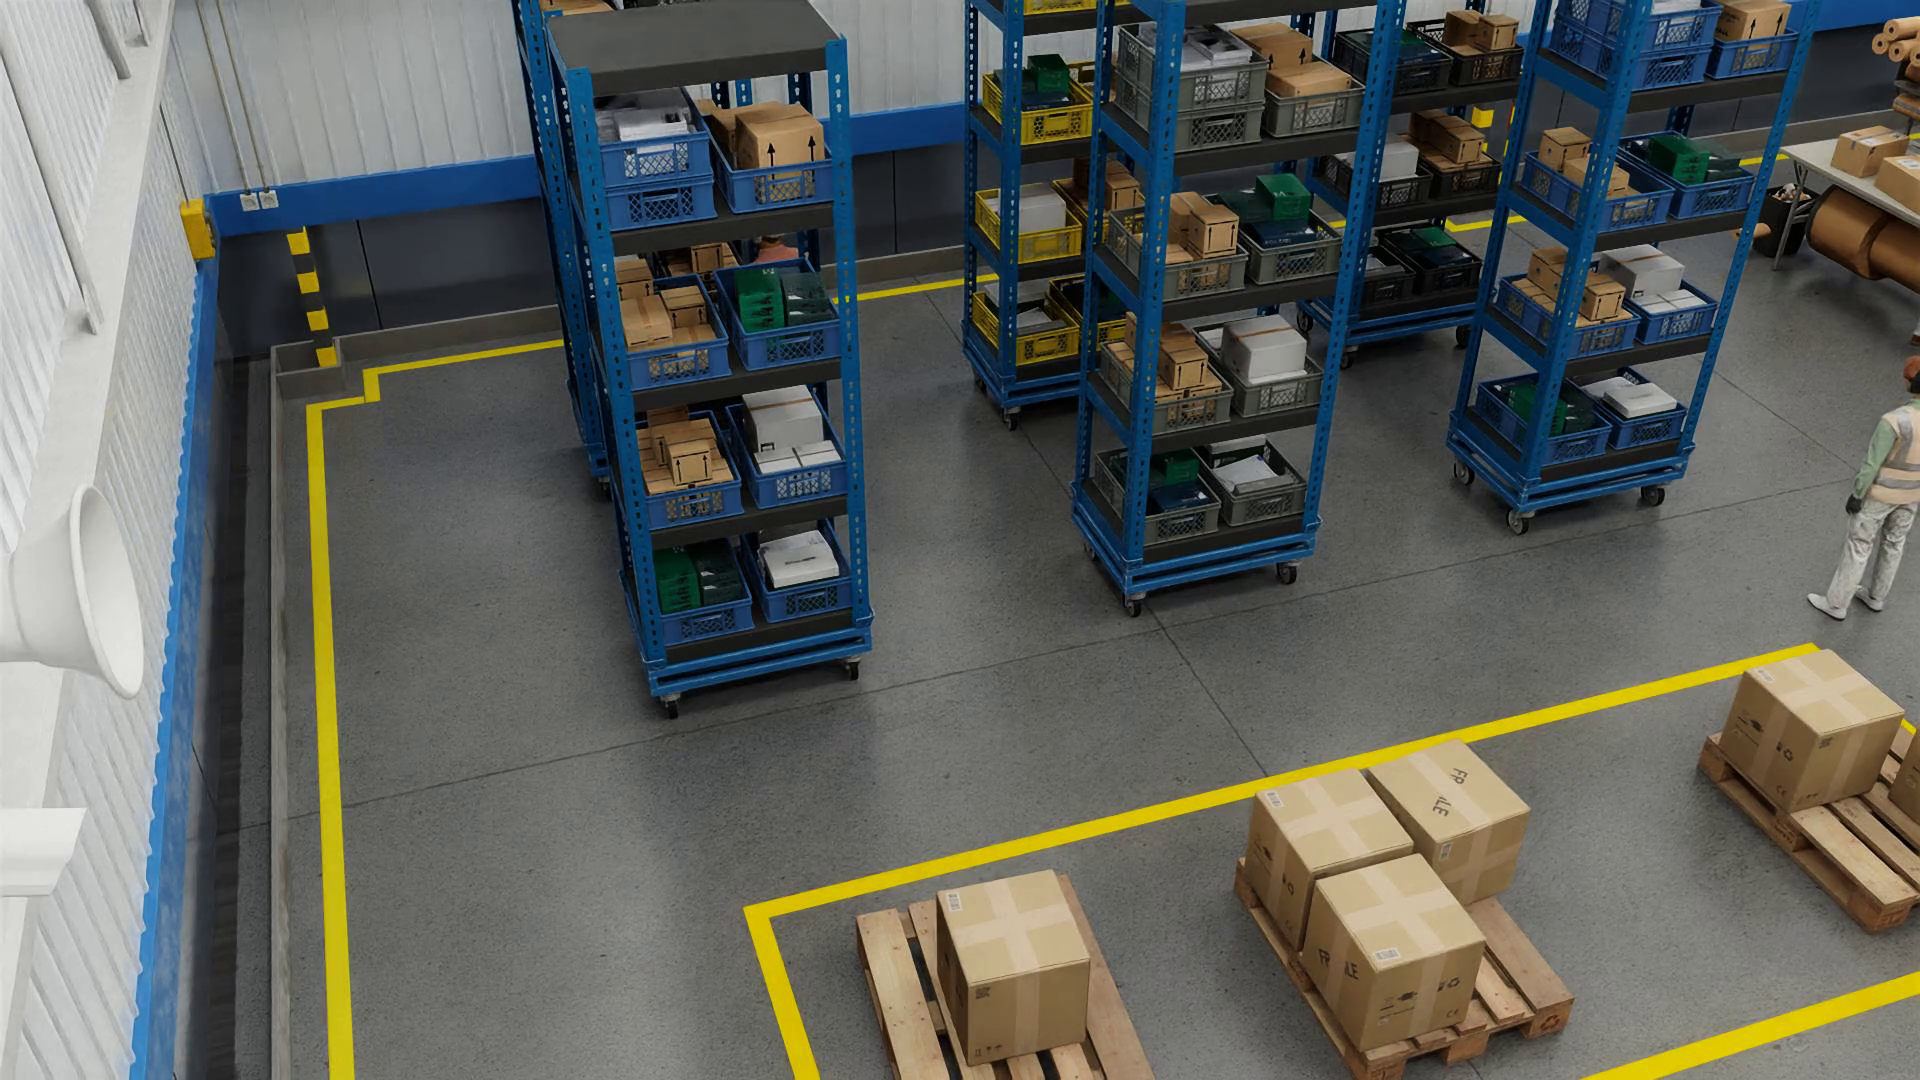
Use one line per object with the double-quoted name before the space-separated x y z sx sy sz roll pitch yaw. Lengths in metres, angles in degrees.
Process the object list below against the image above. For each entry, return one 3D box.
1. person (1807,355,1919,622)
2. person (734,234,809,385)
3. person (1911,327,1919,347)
"person" 5.164 -0.272 9.246 0.521 1.632 0.313 -11 37 -15
"person" -1.133 -1.173 10.225 0.412 1.982 0.622 30 45 35
"person" 7.163 -2.139 11.638 0.377 1.931 0.635 4 35 6
